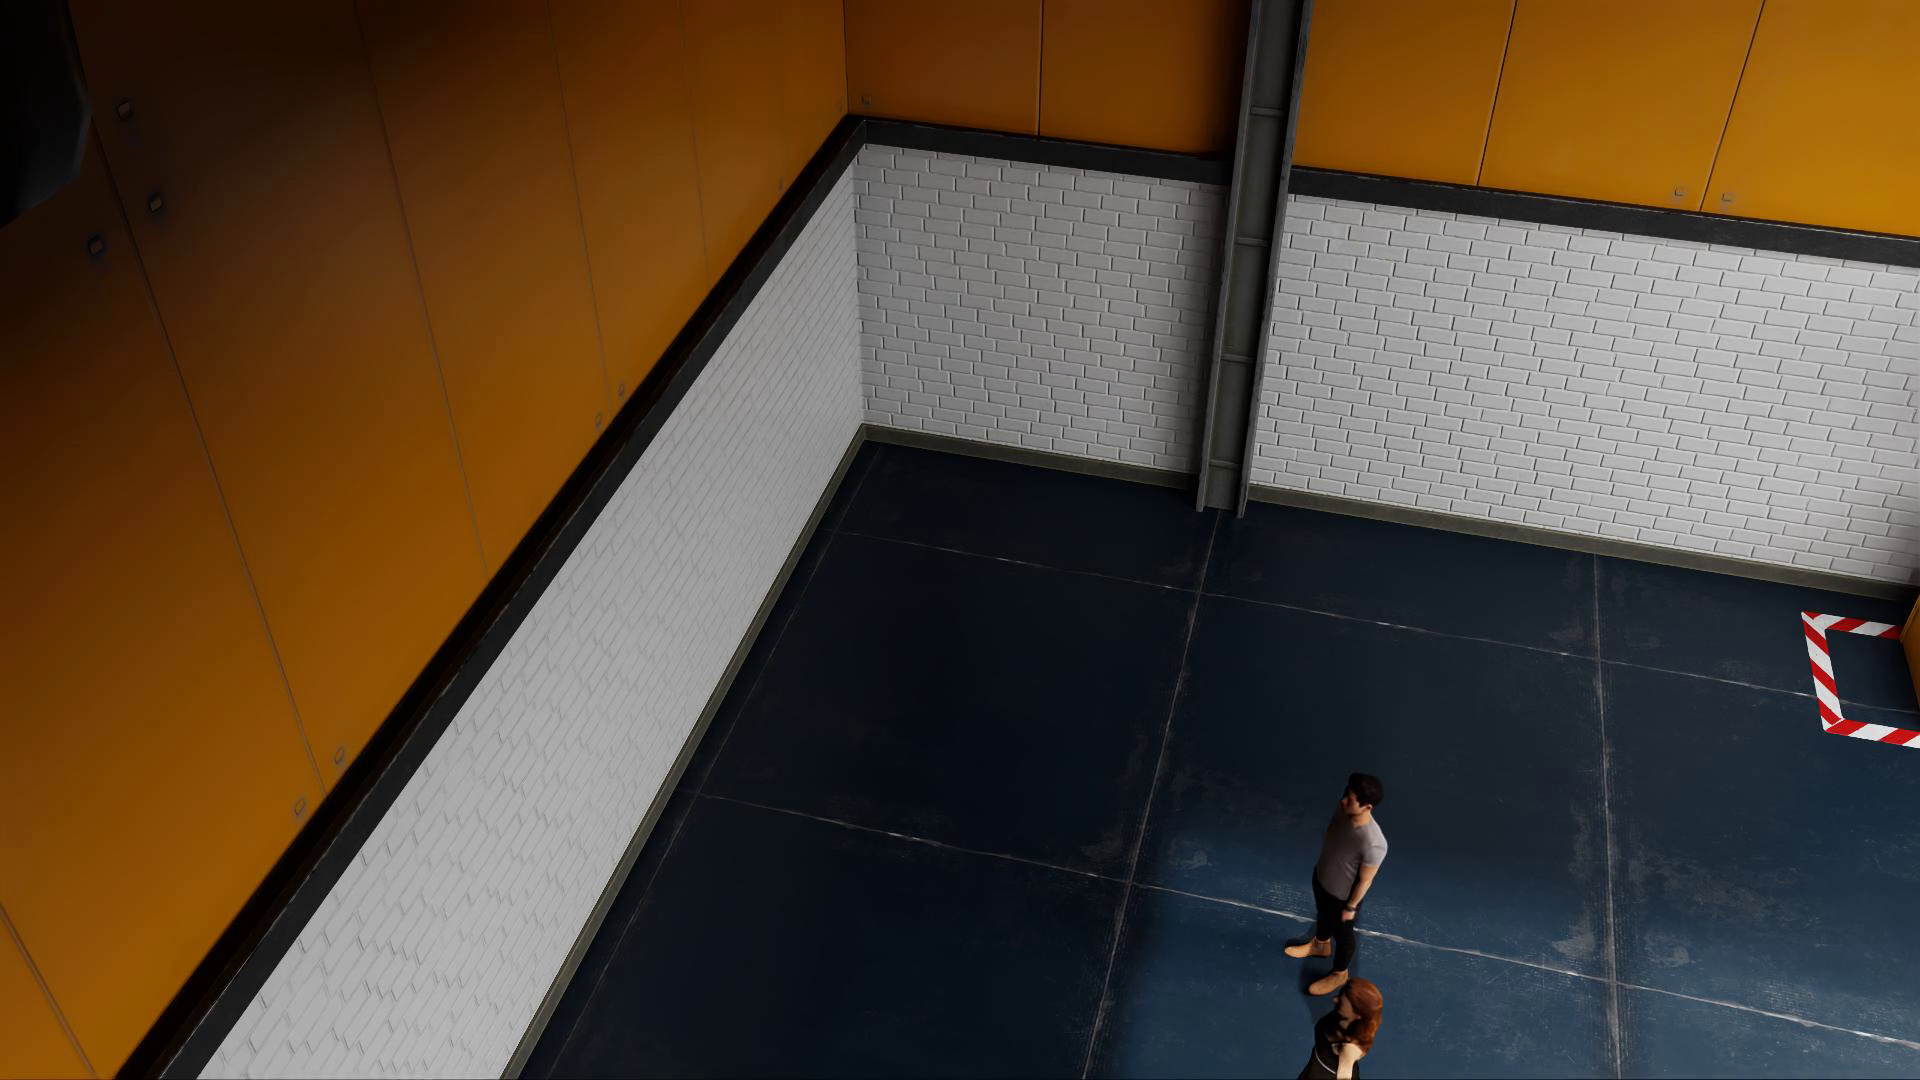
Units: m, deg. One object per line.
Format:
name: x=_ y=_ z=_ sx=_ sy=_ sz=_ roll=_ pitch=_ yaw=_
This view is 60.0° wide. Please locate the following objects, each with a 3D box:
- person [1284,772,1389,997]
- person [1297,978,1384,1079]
person: x=2.230 y=1.974 z=9.683 sx=0.695 sy=1.724 sz=0.688 roll=-9 pitch=40 yaw=-12
person: x=1.965 y=2.825 z=8.695 sx=0.607 sy=1.625 sz=0.596 roll=4 pitch=39 yaw=5
